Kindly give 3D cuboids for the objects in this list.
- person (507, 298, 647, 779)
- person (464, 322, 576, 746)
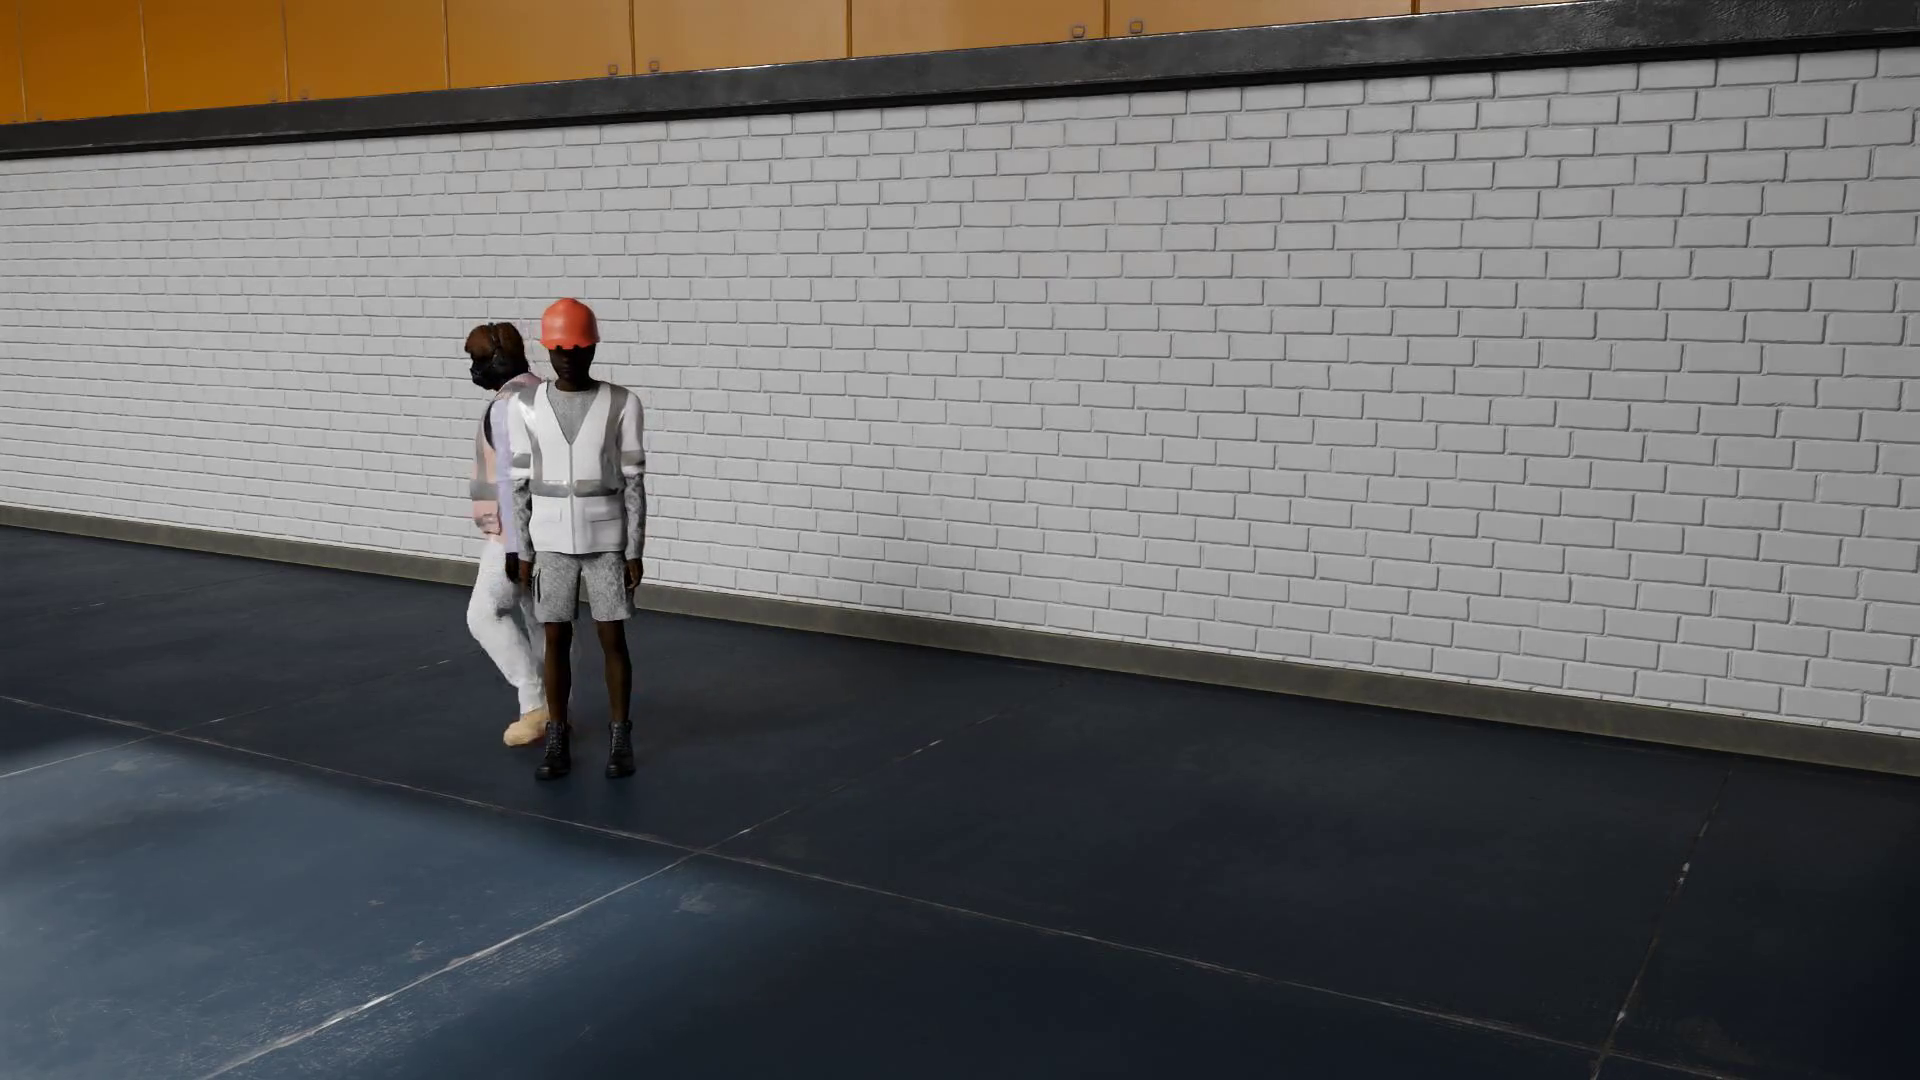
[{"bbox_3d":[-1.521,0.008,6.638,0.540,1.929,0.385,0,9,-3],"label":"person"},{"bbox_3d":[-1.865,-0.015,7.103,0.444,1.816,0.667,0,9,-1],"label":"person"}]
